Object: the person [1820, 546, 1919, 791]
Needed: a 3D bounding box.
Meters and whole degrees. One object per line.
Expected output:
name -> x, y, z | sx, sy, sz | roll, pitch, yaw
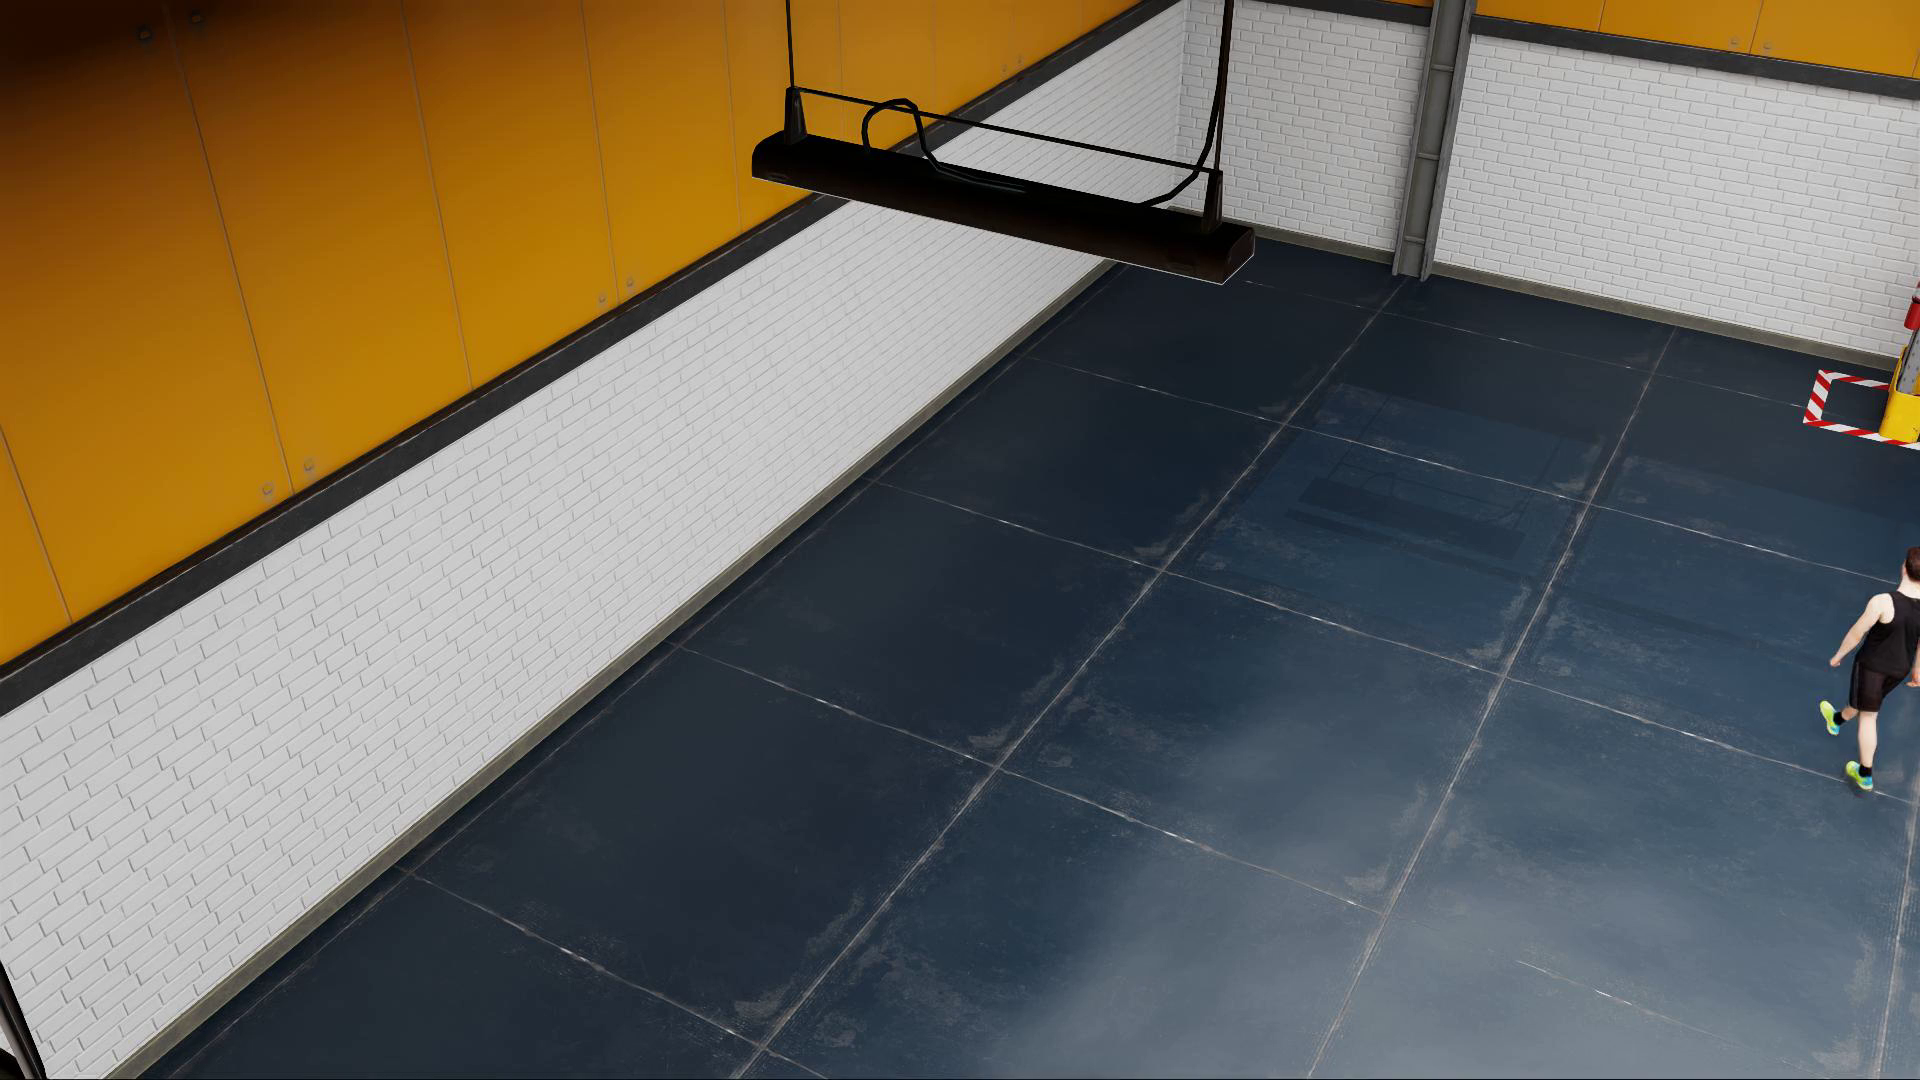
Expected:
person -> 6.633, 0.954, 11.919 | 1.220, 1.842, 1.135 | 1, 34, 1
